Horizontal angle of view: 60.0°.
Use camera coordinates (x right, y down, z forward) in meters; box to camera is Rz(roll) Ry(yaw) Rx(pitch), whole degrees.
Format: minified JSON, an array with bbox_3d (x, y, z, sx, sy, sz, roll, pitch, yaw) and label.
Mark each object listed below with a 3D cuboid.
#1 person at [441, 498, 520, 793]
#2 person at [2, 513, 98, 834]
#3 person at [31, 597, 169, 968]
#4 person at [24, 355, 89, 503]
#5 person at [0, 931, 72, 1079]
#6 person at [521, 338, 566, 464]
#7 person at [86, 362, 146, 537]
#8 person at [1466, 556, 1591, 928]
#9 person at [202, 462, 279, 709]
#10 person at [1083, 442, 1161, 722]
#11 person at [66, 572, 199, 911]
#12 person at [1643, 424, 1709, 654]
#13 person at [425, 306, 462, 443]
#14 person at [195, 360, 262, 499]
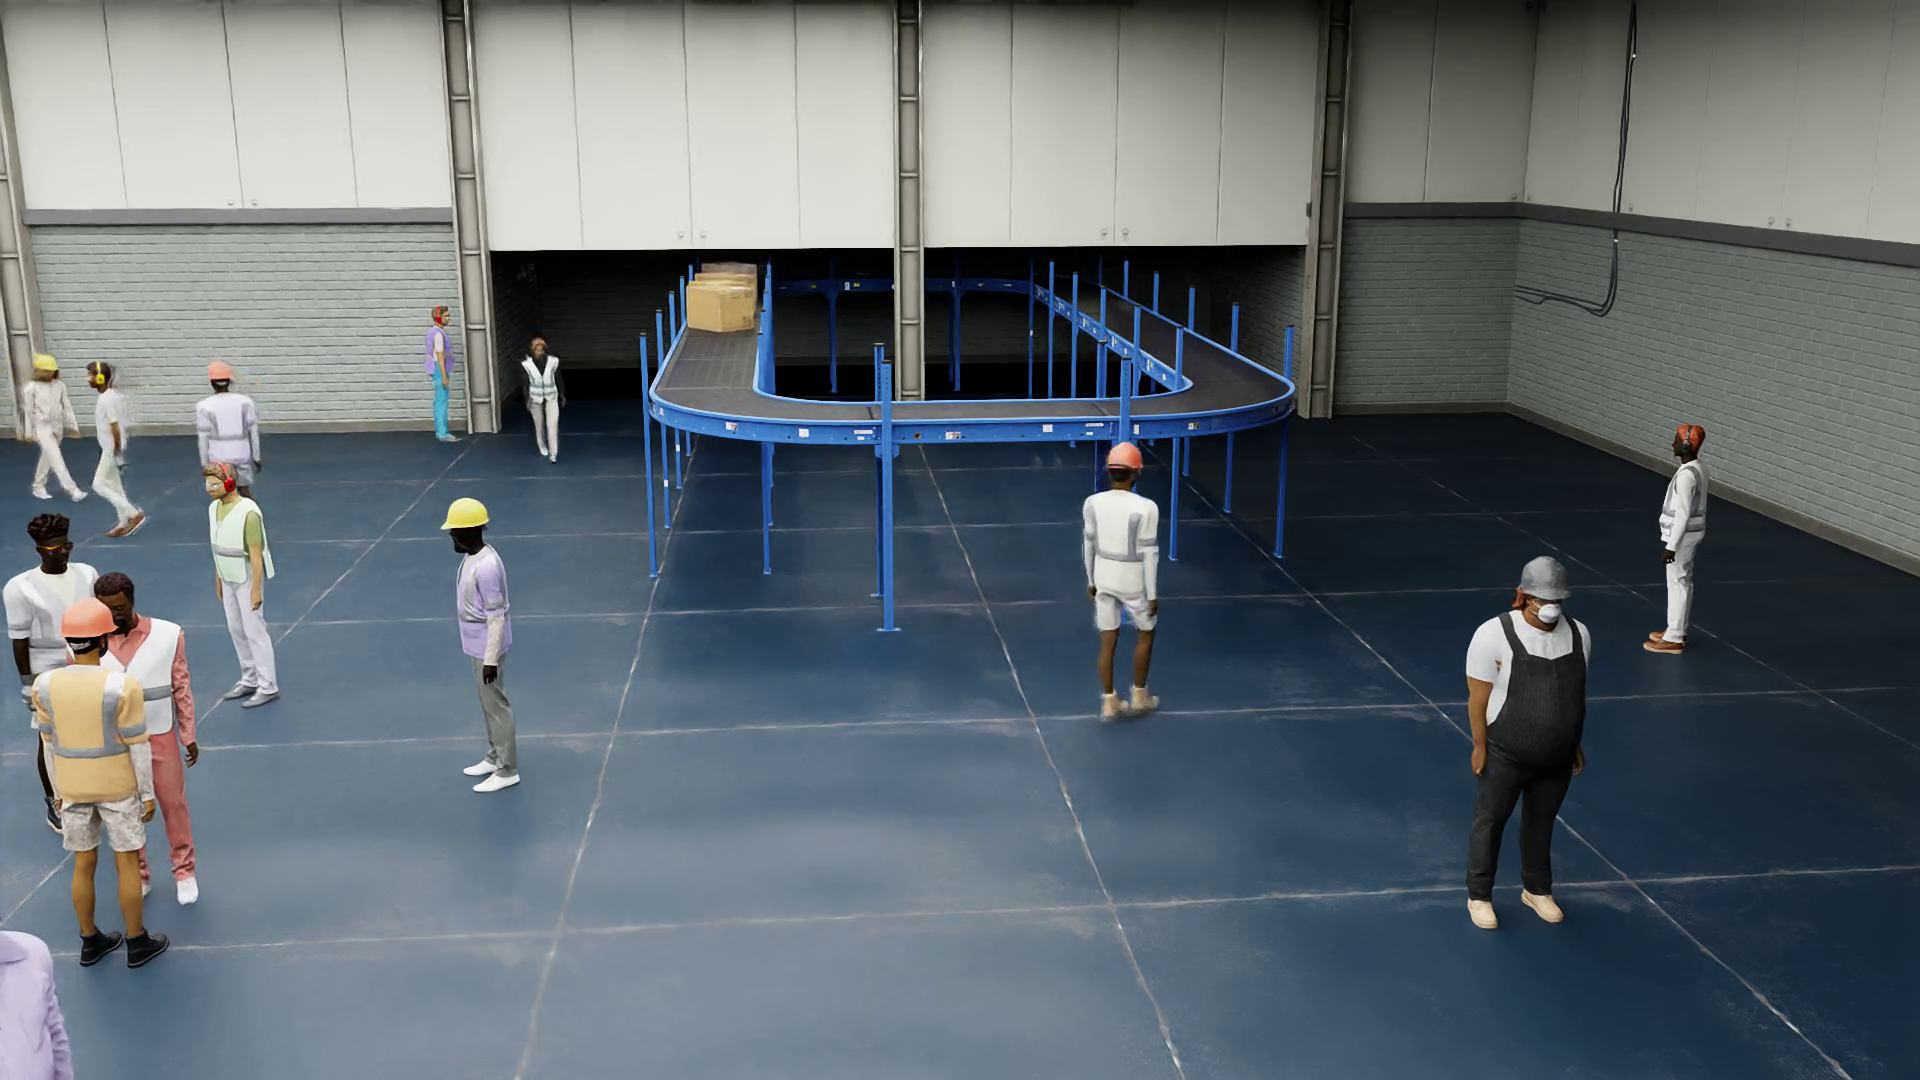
[{"bbox_3d":[-3.084,0.670,10.703,0.382,1.924,0.594,-6,15,-24],"label":"person"},{"bbox_3d":[-5.454,0.790,10.144,0.368,1.967,0.600,7,16,26],"label":"person"},{"bbox_3d":[-4.349,1.237,8.449,0.539,1.929,0.385,0,14,-1],"label":"person"},{"bbox_3d":[-10.323,-1.263,18.922,0.970,1.677,0.497,6,15,23],"label":"person"},{"bbox_3d":[-3.187,1.989,5.475,0.402,1.907,0.651,7,16,26],"label":"person"},{"bbox_3d":[-5.333,-1.807,21.328,0.543,1.590,0.914,-4,15,-15],"label":"person"},{"bbox_3d":[-8.844,-0.929,17.249,0.389,1.856,0.521,-6,15,-21],"label":"person"},{"bbox_3d":[3.050,1.077,8.845,0.674,2.000,0.536,-2,14,-10],"label":"person"},{"bbox_3d":[-5.324,0.314,12.329,0.572,1.831,0.403,10,17,36],"label":"person"},{"bbox_3d":[1.216,0.290,12.010,0.647,2.028,0.636,10,17,34],"label":"person"},{"bbox_3d":[-4.502,1.082,9.100,0.599,1.908,0.400,-5,15,-21],"label":"person"},{"bbox_3d":[5.851,-0.011,13.520,0.355,1.882,0.576,9,17,32],"label":"person"},{"bbox_3d":[-7.042,-2.248,22.540,0.396,1.847,0.565,-6,15,-21],"label":"person"},{"bbox_3d":[-7.380,-0.849,16.786,0.572,1.923,0.402,-10,17,-36],"label":"person"}]
